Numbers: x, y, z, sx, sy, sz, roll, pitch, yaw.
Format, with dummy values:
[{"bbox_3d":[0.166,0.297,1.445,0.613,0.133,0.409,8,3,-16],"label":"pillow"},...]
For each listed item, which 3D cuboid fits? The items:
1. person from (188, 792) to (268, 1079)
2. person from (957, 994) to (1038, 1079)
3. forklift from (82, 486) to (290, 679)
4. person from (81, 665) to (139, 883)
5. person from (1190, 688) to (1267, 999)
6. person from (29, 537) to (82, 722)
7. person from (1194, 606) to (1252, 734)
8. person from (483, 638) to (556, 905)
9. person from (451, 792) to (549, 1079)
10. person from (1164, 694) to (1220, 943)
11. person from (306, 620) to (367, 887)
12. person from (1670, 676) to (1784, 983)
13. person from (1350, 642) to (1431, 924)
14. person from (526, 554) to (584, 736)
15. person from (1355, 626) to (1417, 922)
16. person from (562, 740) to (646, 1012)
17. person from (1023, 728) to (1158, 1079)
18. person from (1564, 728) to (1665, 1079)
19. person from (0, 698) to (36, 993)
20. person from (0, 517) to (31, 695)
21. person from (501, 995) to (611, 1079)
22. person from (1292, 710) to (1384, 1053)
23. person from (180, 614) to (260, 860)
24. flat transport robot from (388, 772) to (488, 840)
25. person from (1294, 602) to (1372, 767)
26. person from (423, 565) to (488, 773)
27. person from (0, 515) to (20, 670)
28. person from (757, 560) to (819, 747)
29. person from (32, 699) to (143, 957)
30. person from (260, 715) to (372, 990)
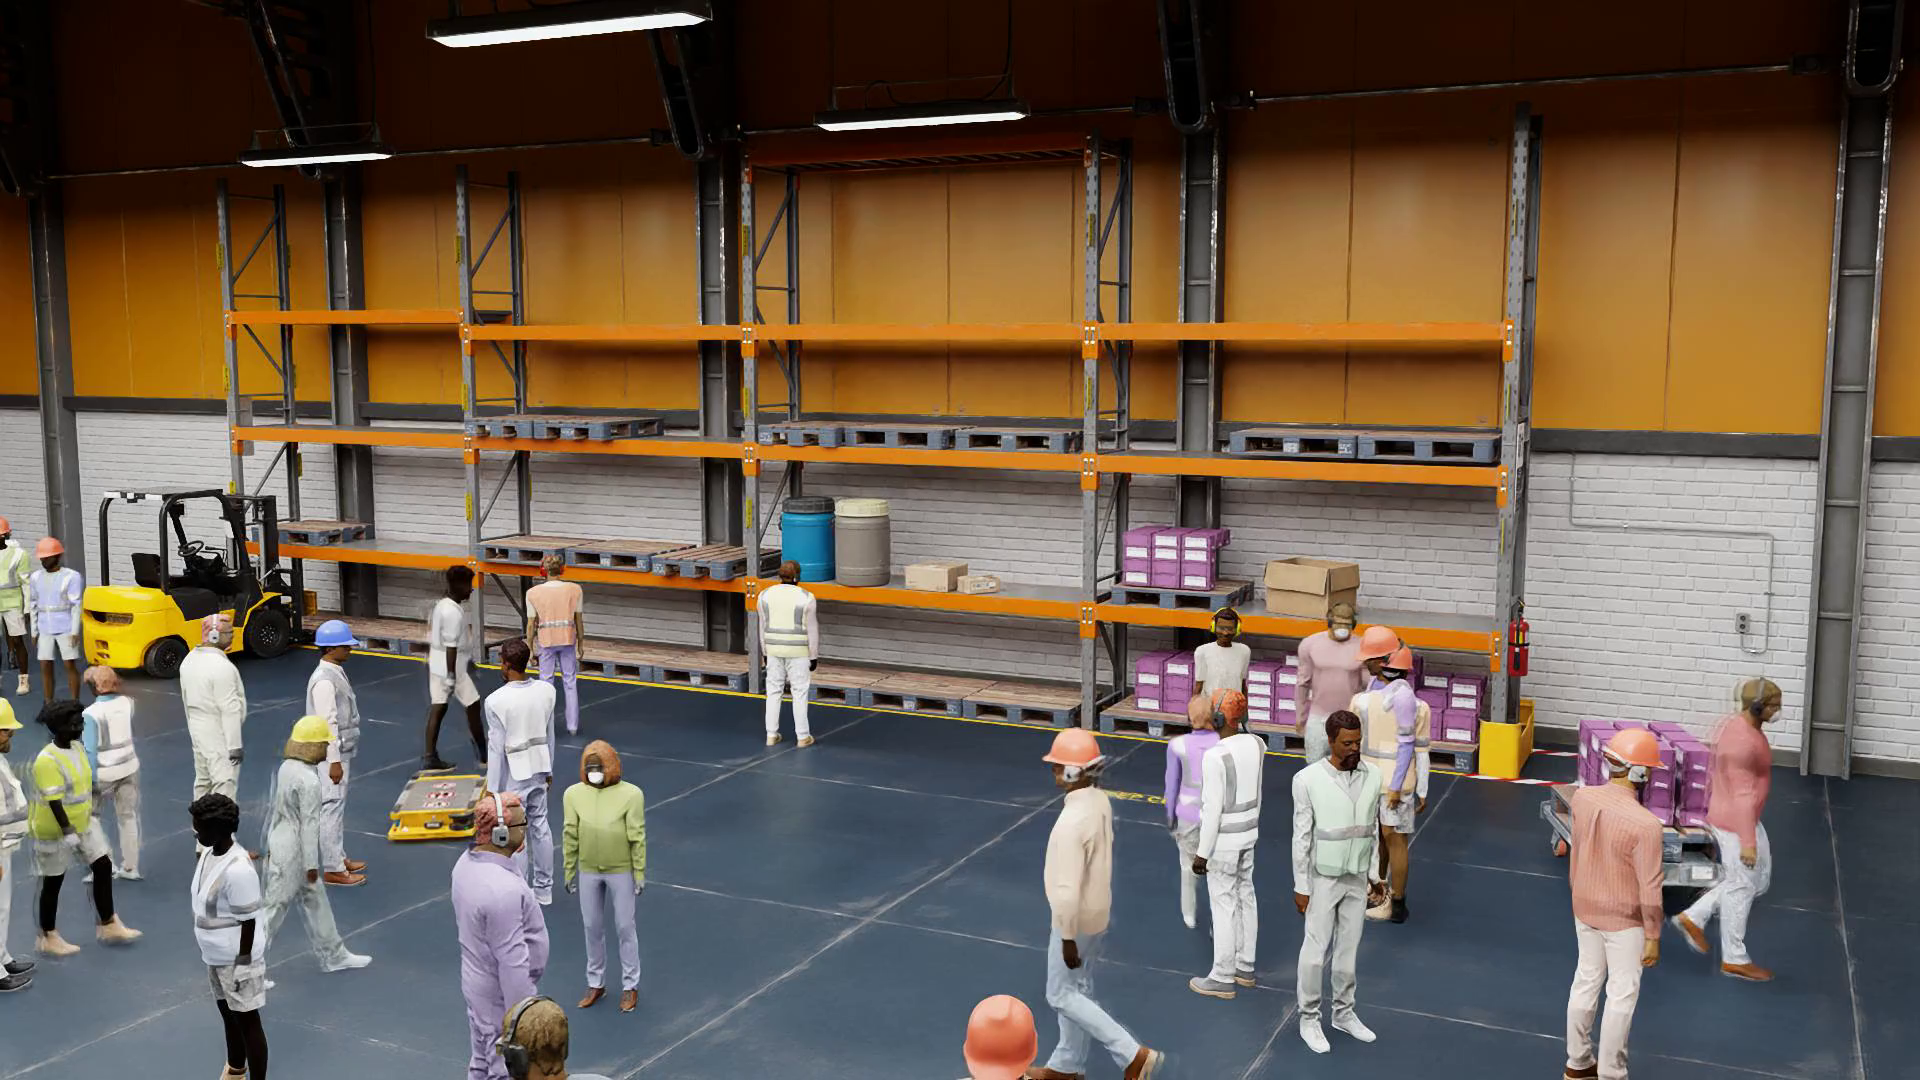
[{"bbox_3d":[-3.741,2.115,8.512,0.322,1.692,0.531,-6,9,-42],"label":"person"},{"bbox_3d":[0.126,2.381,5.345,0.543,1.928,0.373,0,7,4],"label":"person"},{"bbox_3d":[-9.426,0.454,20.179,1.214,2.155,2.313,3,8,26],"label":"forklift"},{"bbox_3d":[-6.253,1.710,12.169,0.480,1.620,0.508,2,7,18],"label":"person"},{"bbox_3d":[1.625,1.827,10.103,0.354,1.883,0.573,6,9,42],"label":"person"},{"bbox_3d":[-9.418,0.930,17.316,0.546,1.935,0.386,0,7,1],"label":"person"},{"bbox_3d":[2.105,1.452,13.292,0.521,1.864,0.335,-2,7,-19],"label":"person"},{"bbox_3d":[-3.044,1.636,11.547,0.392,1.917,0.591,4,8,31],"label":"person"},{"bbox_3d":[-2.104,2.105,7.716,0.409,1.907,0.651,-4,8,-33],"label":"person"},{"bbox_3d":[1.618,1.845,11.037,0.523,1.617,0.639,1,7,5],"label":"person"},{"bbox_3d":[-4.562,1.547,12.156,0.391,1.948,0.605,-2,7,-17],"label":"person"},{"bbox_3d":[4.805,1.780,10.351,0.516,1.919,0.625,4,8,30],"label":"person"},{"bbox_3d":[2.932,1.654,11.384,0.552,1.923,0.390,3,7,23],"label":"person"},{"bbox_3d":[-4.032,1.065,16.601,0.560,1.836,0.392,-3,8,-23],"label":"person"},{"bbox_3d":[2.885,1.593,11.427,0.394,2.034,0.605,-1,7,-8],"label":"person"},{"bbox_3d":[-2.115,1.983,9.883,0.506,1.623,0.296,1,7,6],"label":"person"},{"bbox_3d":[0.678,1.956,8.670,0.695,1.975,0.621,3,8,23],"label":"person"},{"bbox_3d":[3.434,1.954,8.682,0.408,1.980,0.626,-3,7,-21],"label":"person"},{"bbox_3d":[-5.895,1.855,10.146,0.403,1.818,0.606,-4,8,-29],"label":"person"},{"bbox_3d":[-10.663,0.737,18.508,0.610,2.035,0.410,-1,7,-11],"label":"person"},{"bbox_3d":[-1.302,2.391,5.281,0.381,1.928,0.635,3,8,27],"label":"person"},{"bbox_3d":[2.125,1.896,9.390,0.597,1.918,0.383,-3,8,-26],"label":"person"},{"bbox_3d":[-5.641,1.505,12.685,0.645,1.903,0.400,6,9,40],"label":"person"},{"bbox_3d":[-4.291,2.182,13.774,0.652,0.197,1.431,-1,7,-10],"label":"flat transport robot"},{"bbox_3d":[3.004,1.427,13.301,0.661,1.915,0.389,2,7,13],"label":"person"},{"bbox_3d":[-4.555,1.176,15.316,0.916,1.912,0.600,-5,8,-34],"label":"person"},{"bbox_3d":[-11.549,0.609,19.946,0.547,1.937,0.379,-3,8,-26],"label":"person"},{"bbox_3d":[-1.670,1.107,16.292,0.621,1.835,0.431,2,7,16],"label":"person"},{"bbox_3d":[-5.639,1.857,10.696,0.688,1.671,0.545,0,7,2],"label":"person"},{"bbox_3d":[-4.106,1.914,10.215,0.853,1.682,0.498,-5,8,-34],"label":"person"}]
